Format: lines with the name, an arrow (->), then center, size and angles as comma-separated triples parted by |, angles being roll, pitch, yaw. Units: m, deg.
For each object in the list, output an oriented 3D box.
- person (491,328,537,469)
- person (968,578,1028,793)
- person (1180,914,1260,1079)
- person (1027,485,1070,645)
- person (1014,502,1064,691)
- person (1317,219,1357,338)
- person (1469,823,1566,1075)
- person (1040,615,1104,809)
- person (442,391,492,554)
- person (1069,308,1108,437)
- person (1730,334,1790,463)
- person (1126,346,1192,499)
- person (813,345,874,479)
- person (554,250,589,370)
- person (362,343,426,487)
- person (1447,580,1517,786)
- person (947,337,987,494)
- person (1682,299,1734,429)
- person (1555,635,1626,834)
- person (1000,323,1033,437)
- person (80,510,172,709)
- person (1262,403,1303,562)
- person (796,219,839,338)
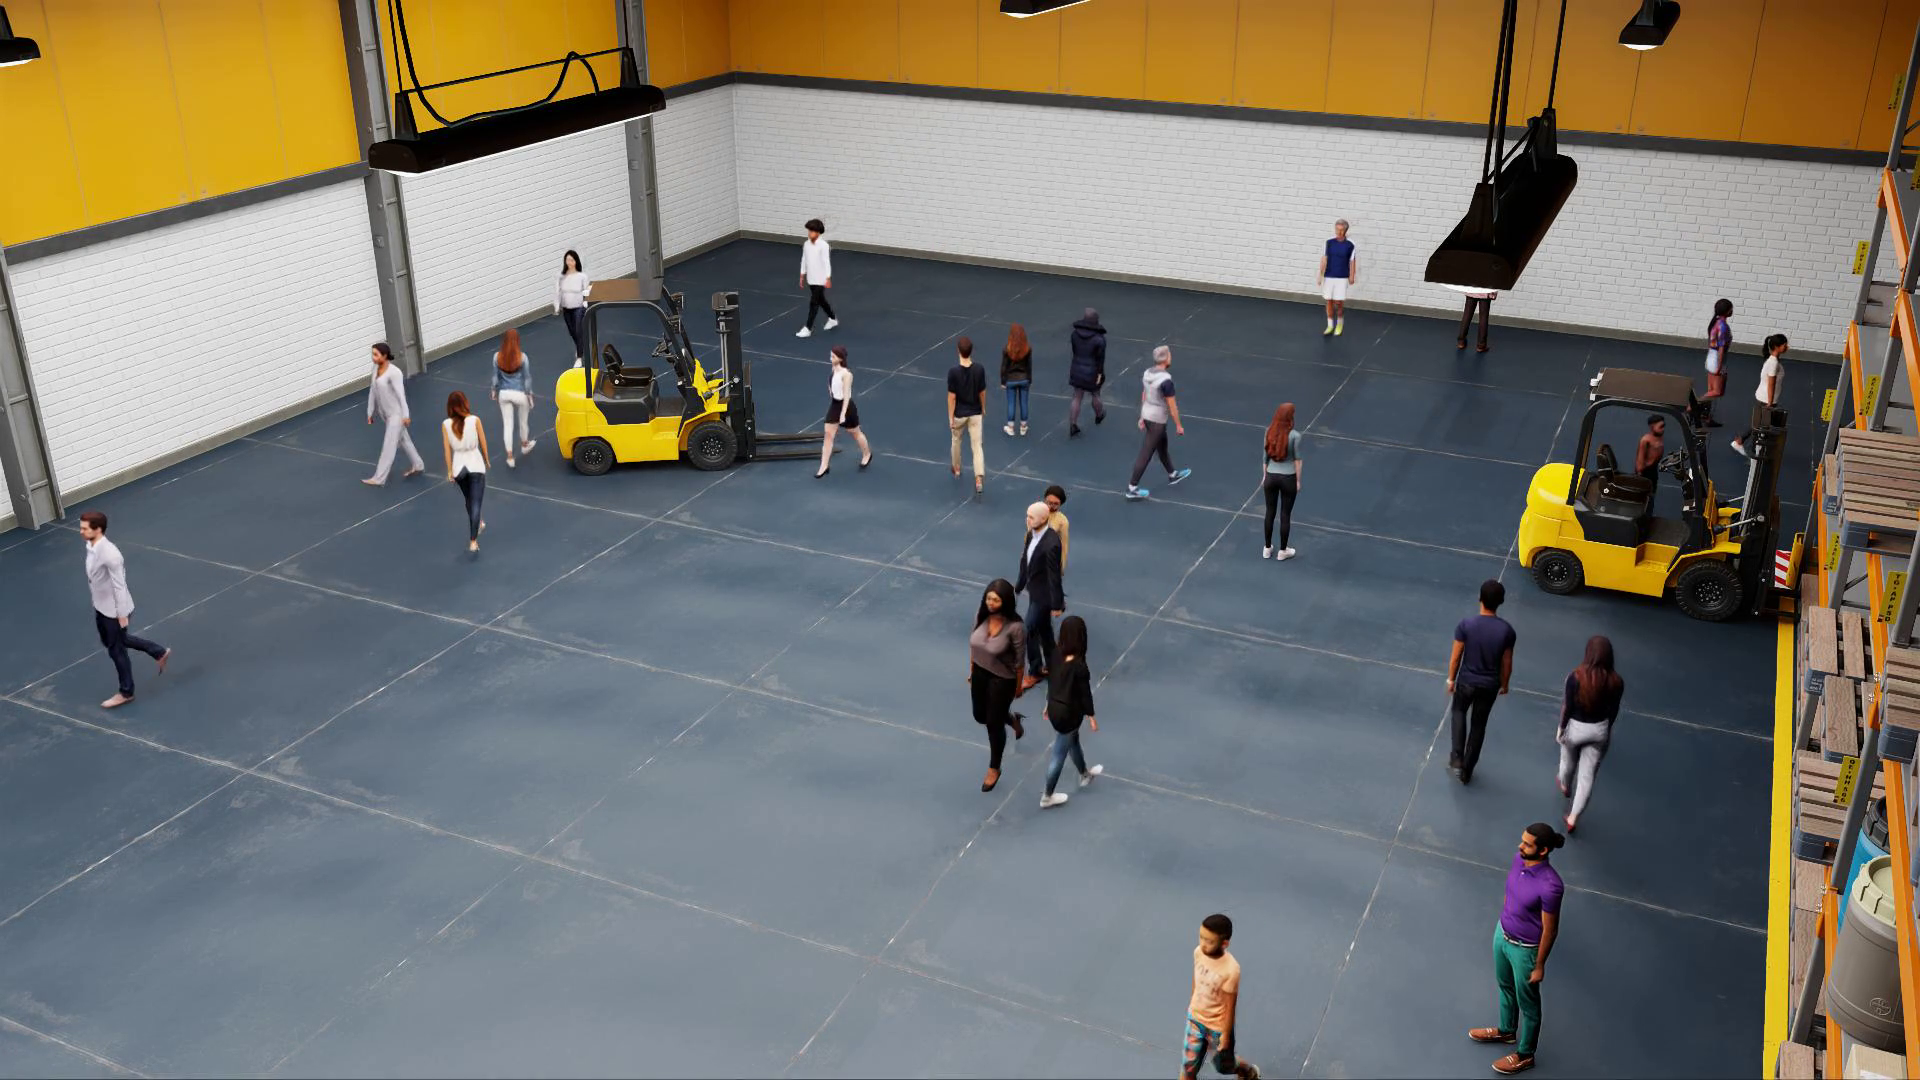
person -> -5.441, -1.692, 20.228 | 0.957, 1.662, 1.103 | 0, 24, 0
person -> 0.338, 1.128, 13.583 | 0.808, 1.818, 1.076 | 18, 29, 35
person -> 1.572, 2.881, 10.040 | 1.008, 1.442, 0.740 | -21, 31, -40
person -> 0.859, 0.213, 15.907 | 0.663, 1.632, 0.866 | 15, 28, 31
person -> 0.825, 0.474, 15.124 | 0.927, 1.782, 0.864 | -7, 24, -15
person -> 5.779, -4.020, 25.358 | 0.685, 1.819, 0.661 | 16, 28, 32
person -> 3.546, 2.532, 10.434 | 0.769, 1.767, 0.675 | -5, 24, -11
person -> 0.780, 1.405, 13.205 | 1.037, 1.613, 0.885 | -15, 28, -31
person -> -5.277, -0.701, 17.847 | 0.939, 1.753, 1.177 | -2, 24, -5
person -> 1.573, -2.117, 21.242 | 0.688, 1.628, 1.059 | 12, 26, 26
person -> 9.860, -1.739, 20.358 | 0.647, 1.644, 0.665 | 8, 25, 17
person -> 2.172, -1.326, 19.241 | 1.228, 1.783, 1.181 | -8, 25, -17
person -> -1.326, -1.532, 19.935 | 1.141, 1.605, 0.871 | -18, 29, -35
person -> -5.573, -3.355, 24.032 | 0.902, 1.663, 1.208 | 1, 24, 3
person -> -6.687, -1.519, 19.802 | 0.798, 1.687, 1.177 | 16, 28, 33
person -> 4.201, 1.199, 13.467 | 0.694, 1.780, 0.647 | 6, 24, 13
person -> 0.122, -1.411, 19.393 | 1.102, 1.815, 1.288 | -4, 24, -10
person -> 9.655, -2.256, 21.433 | 0.808, 1.730, 0.848 | 2, 24, 5
person -> 4.876, 1.553, 12.925 | 0.744, 1.565, 1.036 | 4, 24, 9
person -> 0.745, -2.058, 21.290 | 0.658, 1.483, 0.689 | -3, 24, -7
person -> -7.482, 0.565, 14.846 | 1.055, 1.838, 0.901 | -20, 31, -38
person -> 3.412, -0.625, 17.687 | 0.604, 1.742, 0.571 | 14, 27, 29
person -> -2.127, -4.006, 25.395 | 0.861, 1.764, 1.215 | 19, 30, 37
